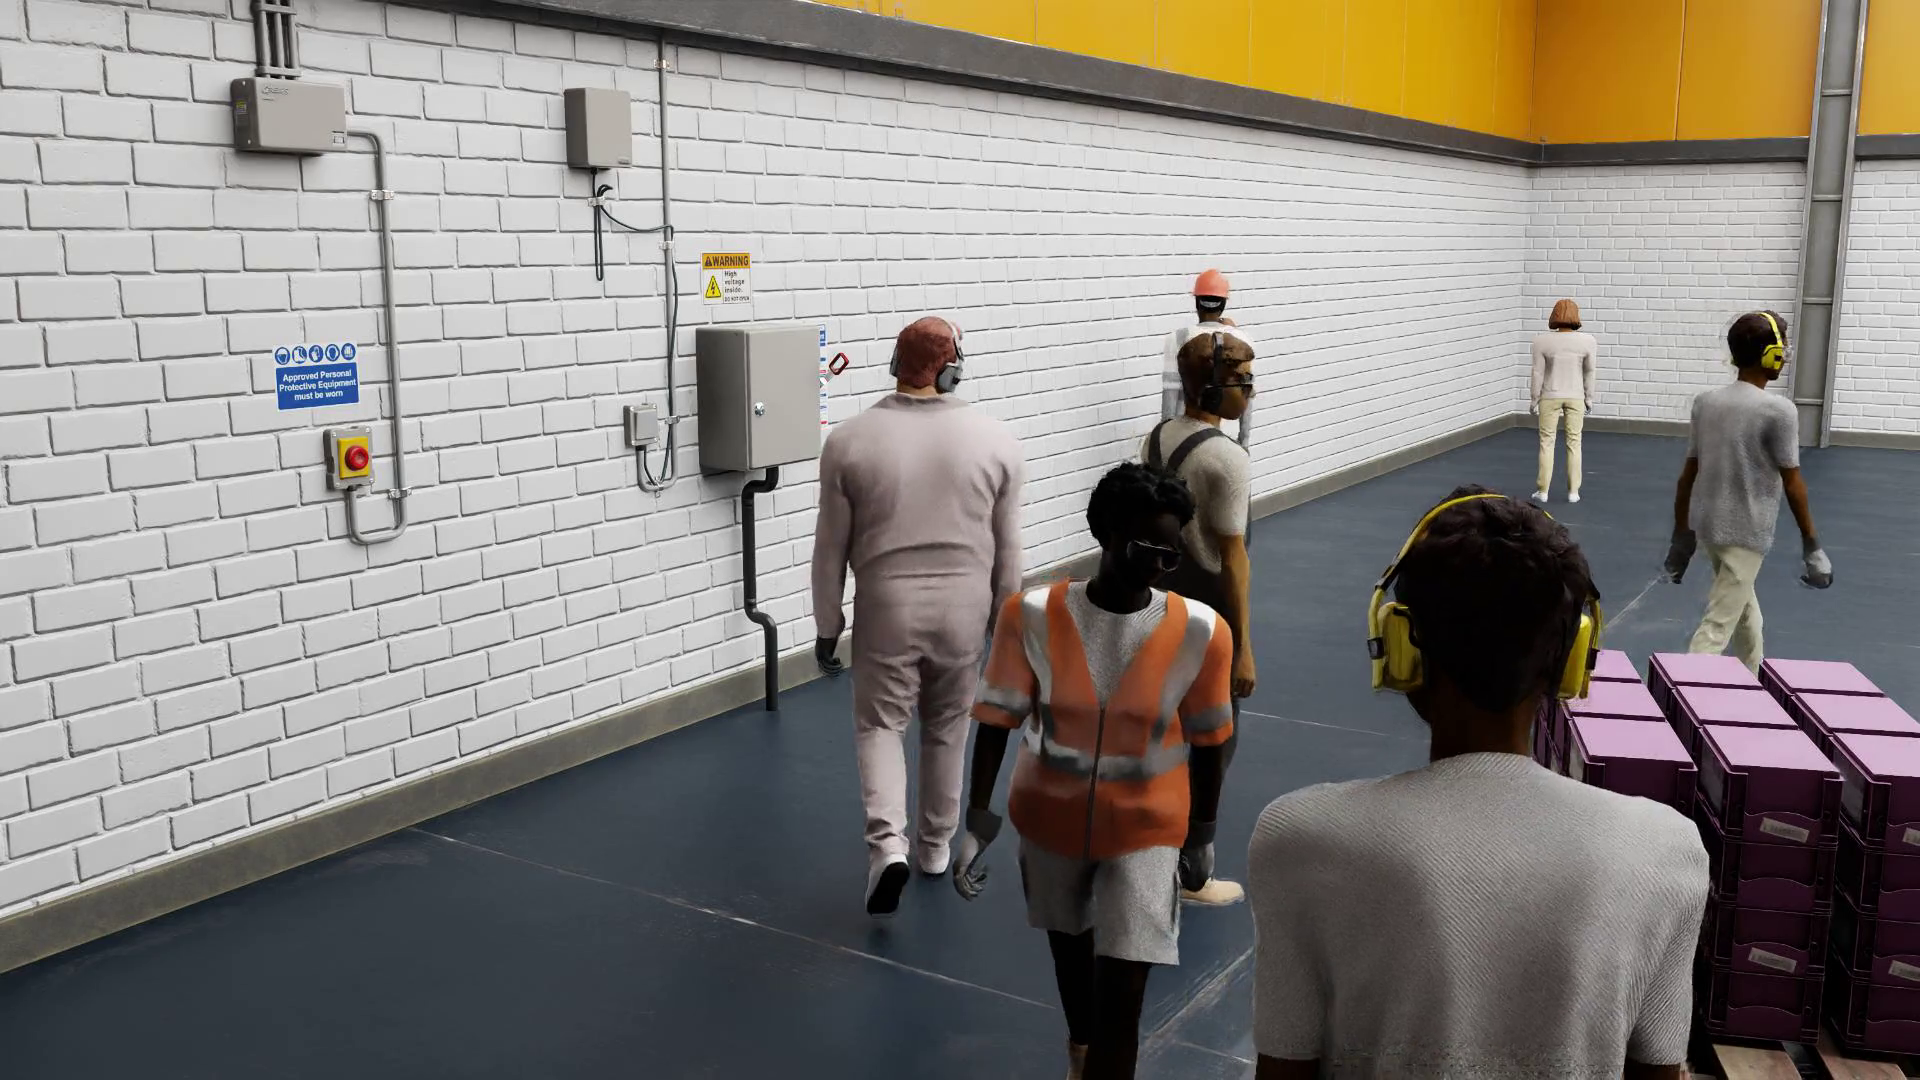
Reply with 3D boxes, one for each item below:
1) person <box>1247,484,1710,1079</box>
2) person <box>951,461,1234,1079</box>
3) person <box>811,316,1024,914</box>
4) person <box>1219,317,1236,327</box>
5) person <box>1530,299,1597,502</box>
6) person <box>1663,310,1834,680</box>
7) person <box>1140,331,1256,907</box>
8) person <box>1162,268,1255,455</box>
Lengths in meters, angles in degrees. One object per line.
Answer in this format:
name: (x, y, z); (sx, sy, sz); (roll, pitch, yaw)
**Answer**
person: (0.529, 0.873, 1.811); (0.544, 1.835, 0.492); (0, 10, -2)
person: (0.300, 0.643, 3.608); (0.552, 1.636, 0.876); (2, 10, 13)
person: (-0.131, 0.234, 5.243); (0.670, 1.872, 0.744); (-1, 10, -8)
person: (1.589, -0.531, 10.126); (0.311, 1.638, 0.523); (4, 11, 20)
person: (4.830, -1.112, 13.356); (0.499, 1.634, 0.288); (2, 10, 10)
person: (3.166, 0.015, 6.596); (0.965, 1.823, 0.519); (-2, 10, -12)
person: (0.705, 0.266, 5.248); (0.310, 1.827, 0.623); (-5, 11, -27)
person: (1.473, -0.649, 9.961); (0.554, 1.933, 0.376); (-1, 10, -3)
